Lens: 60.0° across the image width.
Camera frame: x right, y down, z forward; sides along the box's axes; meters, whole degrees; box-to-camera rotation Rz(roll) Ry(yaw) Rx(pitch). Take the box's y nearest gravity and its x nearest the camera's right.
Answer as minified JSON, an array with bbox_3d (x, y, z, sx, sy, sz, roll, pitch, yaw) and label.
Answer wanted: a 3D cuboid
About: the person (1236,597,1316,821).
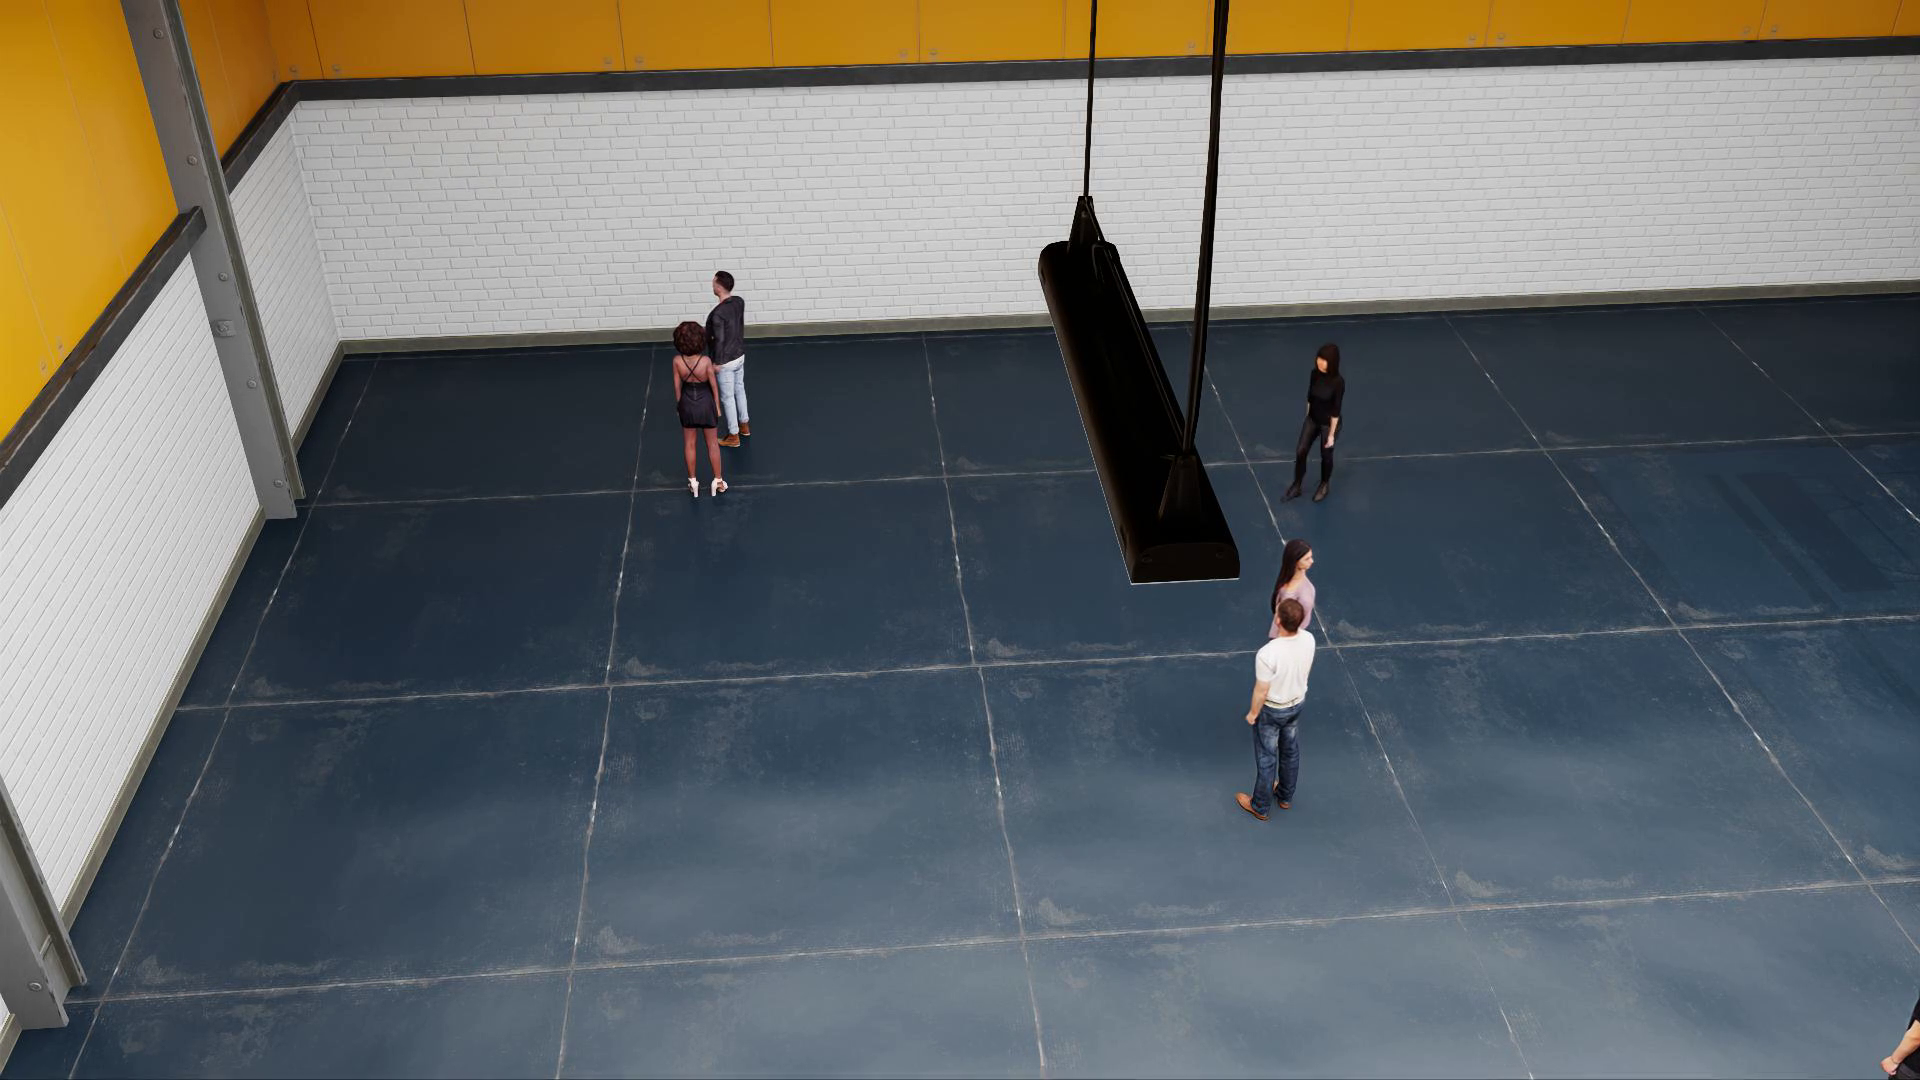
[{"bbox_3d":[2.270,1.191,11.779,0.747,1.856,0.736,-19,38,-26],"label":"person"}]

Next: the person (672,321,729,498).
[{"bbox_3d":[-2.436,-1.207,15.448,0.589,1.789,0.562,1,34,1],"label":"person"}]

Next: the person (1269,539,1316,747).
[{"bbox_3d":[2.435,0.757,12.474,0.760,1.810,0.613,11,35,15],"label":"person"}]

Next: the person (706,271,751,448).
[{"bbox_3d":[-2.252,-1.783,16.272,0.796,1.837,0.661,13,36,19],"label":"person"}]

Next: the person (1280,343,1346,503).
[{"bbox_3d":[3.421,-1.107,15.444,0.822,1.627,0.870,28,43,35],"label":"person"}]
